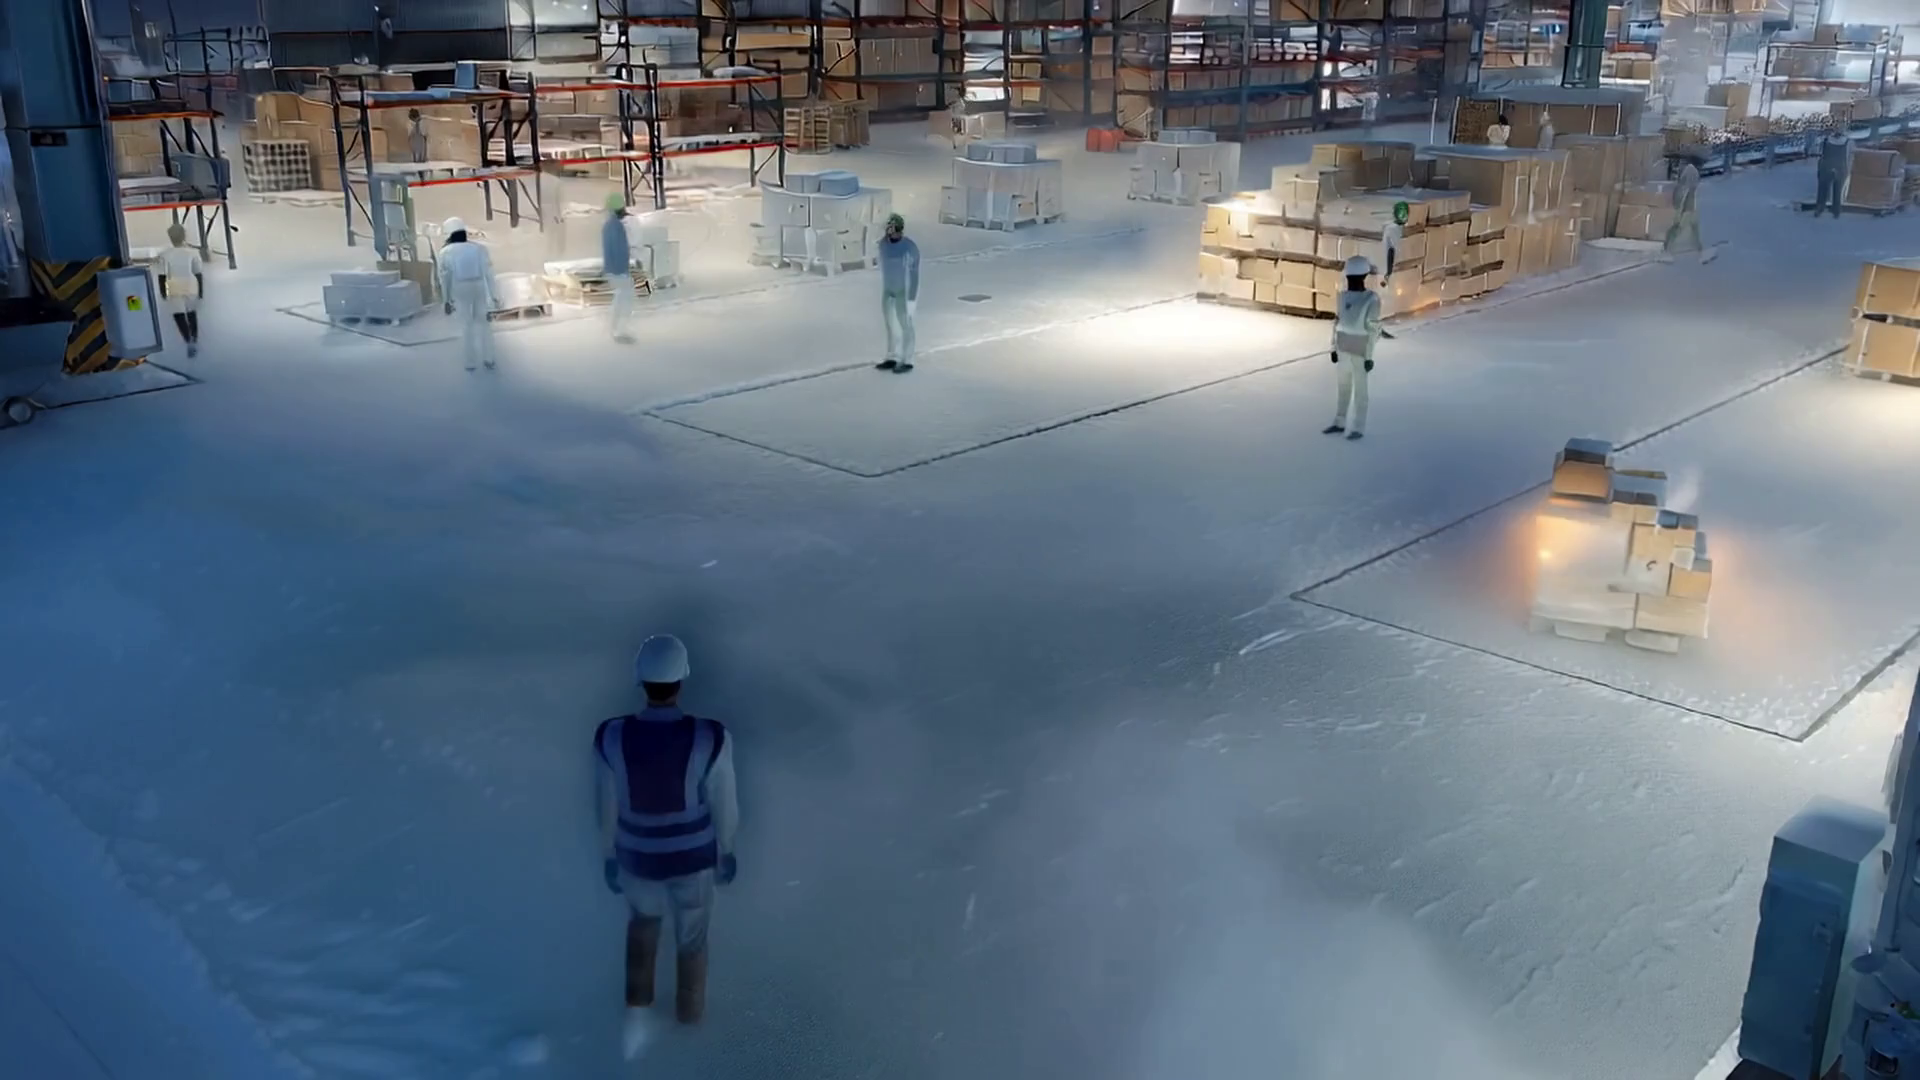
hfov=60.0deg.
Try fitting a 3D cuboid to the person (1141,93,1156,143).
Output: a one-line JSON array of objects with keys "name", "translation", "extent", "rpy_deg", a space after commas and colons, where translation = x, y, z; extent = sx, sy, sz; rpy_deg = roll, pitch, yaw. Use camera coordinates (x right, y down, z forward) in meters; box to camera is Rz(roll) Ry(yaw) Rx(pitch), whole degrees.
[{"name": "person", "translation": [4.867, -10.529, 42.933], "extent": [0.363, 1.963, 0.612], "rpy_deg": [-1, 18, -4]}]

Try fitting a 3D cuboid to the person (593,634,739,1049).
[{"name": "person", "translation": [-1.262, 1.340, 7.222], "extent": [0.606, 1.936, 0.463], "rpy_deg": [1, 18, 3]}]

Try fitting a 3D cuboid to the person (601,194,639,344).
[{"name": "person", "translation": [-4.486, -3.554, 21.895], "extent": [0.428, 1.978, 0.625], "rpy_deg": [3, 19, 10]}]

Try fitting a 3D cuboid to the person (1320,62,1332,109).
[{"name": "person", "translation": [13.522, -16.692, 61.578], "extent": [0.644, 1.927, 0.388], "rpy_deg": [-11, 21, -29]}]

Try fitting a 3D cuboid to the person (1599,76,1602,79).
[{"name": "person", "translation": [22.131, -15.573, 58.223], "extent": [0.655, 1.906, 0.407], "rpy_deg": [14, 23, 36]}]

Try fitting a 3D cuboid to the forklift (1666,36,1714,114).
[{"name": "forklift", "translation": [27.341, -17.291, 61.877], "extent": [1.129, 2.768, 1.873], "rpy_deg": [17, 25, 41]}]

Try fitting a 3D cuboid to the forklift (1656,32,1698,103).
[{"name": "forklift", "translation": [29.428, -19.284, 67.883], "extent": [1.129, 2.768, 1.873], "rpy_deg": [17, 25, 41]}]

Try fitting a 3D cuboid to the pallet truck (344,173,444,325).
[{"name": "pallet truck", "translation": [-8.209, -4.181, 23.757], "extent": [0.823, 1.965, 1.885], "rpy_deg": [3, 19, 9]}]

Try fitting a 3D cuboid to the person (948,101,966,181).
[{"name": "person", "translation": [-0.090, -9.729, 40.594], "extent": [0.388, 1.929, 0.539], "rpy_deg": [11, 21, 31]}]

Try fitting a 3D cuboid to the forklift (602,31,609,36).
[{"name": "forklift", "translation": [-14.507, -19.901, 69.740], "extent": [1.129, 2.768, 1.873], "rpy_deg": [17, 25, 41]}]

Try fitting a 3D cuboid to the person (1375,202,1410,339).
[{"name": "person", "translation": [5.677, -3.608, 22.301], "extent": [0.647, 1.825, 0.557], "rpy_deg": [0, 18, 0]}]

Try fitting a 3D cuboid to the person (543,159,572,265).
[{"name": "person", "translation": [-6.846, -5.524, 28.123], "extent": [0.527, 1.798, 0.655], "rpy_deg": [-2, 18, -6]}]

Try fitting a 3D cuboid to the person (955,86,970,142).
[{"name": "person", "translation": [0.057, -13.000, 50.827], "extent": [0.718, 1.662, 0.567], "rpy_deg": [-3, 19, -8]}]

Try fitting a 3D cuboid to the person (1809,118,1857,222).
[{"name": "person", "translation": [17.636, -7.469, 33.597], "extent": [0.683, 2.000, 0.537], "rpy_deg": [16, 24, 39]}]

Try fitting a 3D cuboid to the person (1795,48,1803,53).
[{"name": "person", "translation": [41.842, -23.789, 83.007], "extent": [0.639, 1.890, 0.919], "rpy_deg": [0, 18, 1]}]

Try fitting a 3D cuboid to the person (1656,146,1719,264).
[{"name": "person", "translation": [12.474, -5.686, 28.302], "extent": [1.066, 1.982, 0.619], "rpy_deg": [3, 19, 10]}]

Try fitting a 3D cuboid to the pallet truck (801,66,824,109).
[{"name": "pallet truck", "translation": [-4.812, -15.182, 56.903], "extent": [0.823, 1.965, 1.885], "rpy_deg": [-9, 21, -26]}]

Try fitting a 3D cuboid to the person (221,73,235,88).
[{"name": "person", "translation": [-23.724, -14.187, 54.050], "extent": [0.584, 1.911, 0.393], "rpy_deg": [11, 21, 30]}]

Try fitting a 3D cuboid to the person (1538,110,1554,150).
[{"name": "person", "translation": [13.162, -8.725, 37.580], "extent": [0.562, 1.912, 0.568], "rpy_deg": [7, 19, 19]}]

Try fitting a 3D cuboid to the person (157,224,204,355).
[{"name": "person", "translation": [-9.911, -3.184, 21.247], "extent": [0.533, 1.677, 0.675], "rpy_deg": [-13, 22, -34]}]

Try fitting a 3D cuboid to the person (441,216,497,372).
[{"name": "person", "translation": [-6.015, -3.003, 20.346], "extent": [0.609, 1.924, 0.405], "rpy_deg": [-11, 21, -29]}]

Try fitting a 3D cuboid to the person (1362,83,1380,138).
[{"name": "person", "translation": [12.889, -13.464, 52.204], "extent": [0.558, 1.684, 0.362], "rpy_deg": [12, 22, 32]}]

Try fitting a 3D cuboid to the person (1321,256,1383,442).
[{"name": "person", "translation": [4.077, -1.985, 17.251], "extent": [0.373, 1.928, 0.584], "rpy_deg": [-12, 22, -32]}]

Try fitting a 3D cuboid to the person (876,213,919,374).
[{"name": "person", "translation": [-0.774, -3.016, 20.340], "extent": [0.631, 1.940, 0.372], "rpy_deg": [17, 25, 42]}]

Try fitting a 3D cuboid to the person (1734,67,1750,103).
[{"name": "person", "translation": [30.585, -17.683, 65.053], "extent": [0.801, 1.605, 0.503], "rpy_deg": [-8, 20, -22]}]

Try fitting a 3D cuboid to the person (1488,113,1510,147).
[{"name": "person", "translation": [12.946, -9.398, 39.957], "extent": [0.558, 1.684, 0.426], "rpy_deg": [-3, 19, -10]}]

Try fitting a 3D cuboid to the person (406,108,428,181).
[{"name": "person", "translation": [-12.974, -9.413, 39.840], "extent": [0.506, 1.802, 0.973], "rpy_deg": [-12, 22, -31]}]

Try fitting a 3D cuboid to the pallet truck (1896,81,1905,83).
[{"name": "pallet truck", "translation": [34.802, -16.331, 61.455], "extent": [0.653, 1.274, 1.630], "rpy_deg": [17, 25, 41]}]
